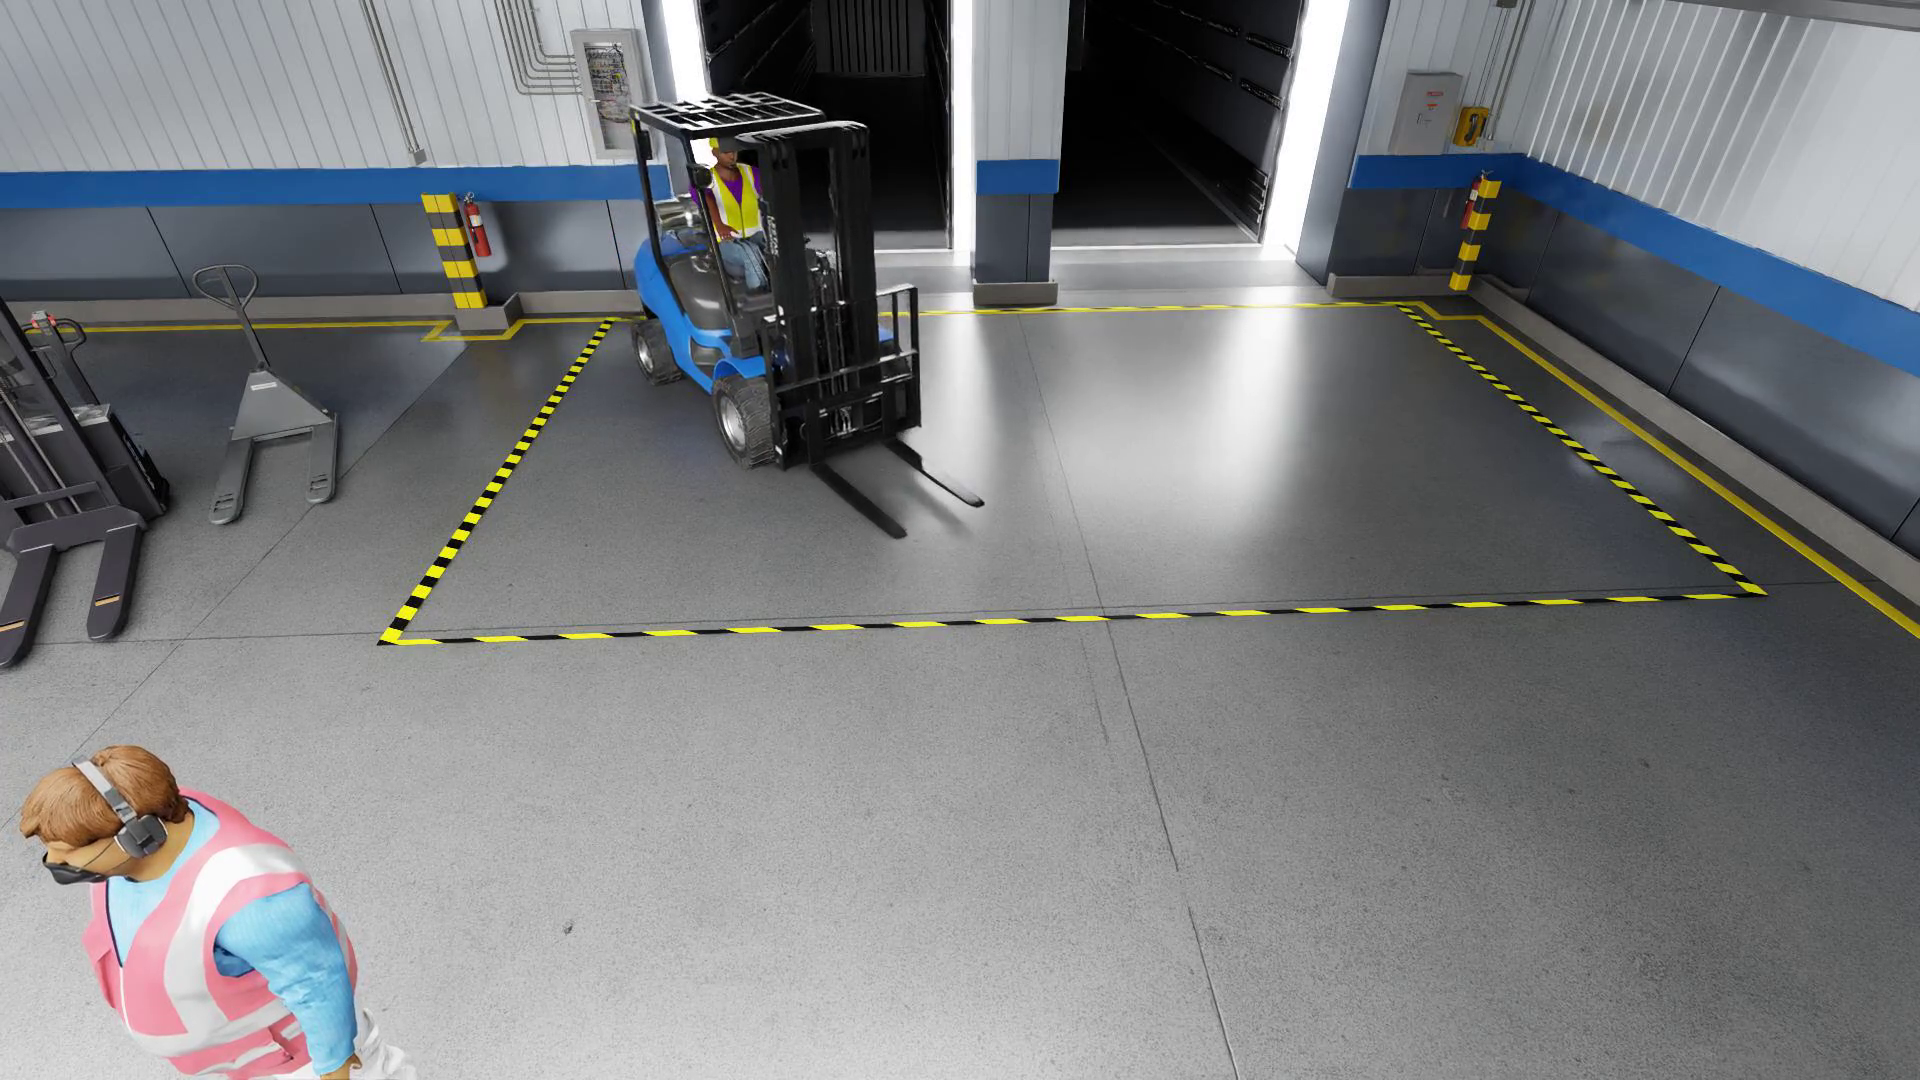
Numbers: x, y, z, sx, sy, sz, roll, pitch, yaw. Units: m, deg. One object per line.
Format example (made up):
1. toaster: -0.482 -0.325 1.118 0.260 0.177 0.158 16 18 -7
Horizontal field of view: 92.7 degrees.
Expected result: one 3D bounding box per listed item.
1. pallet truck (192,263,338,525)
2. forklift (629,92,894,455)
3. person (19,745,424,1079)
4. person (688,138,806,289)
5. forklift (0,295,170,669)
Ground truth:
1. pallet truck: -4.778 -1.027 6.128 0.680 1.201 1.601 -17 38 -23
2. forklift: -1.504 -2.059 6.637 1.157 2.036 2.680 -22 41 -29
3. person: -1.794 1.215 2.378 0.620 1.845 0.430 16 38 22
4. person: -1.475 -2.182 6.486 0.635 1.294 1.002 -22 41 -29
5. forklift: -5.212 -0.618 4.878 0.823 1.965 1.885 -20 39 -26
